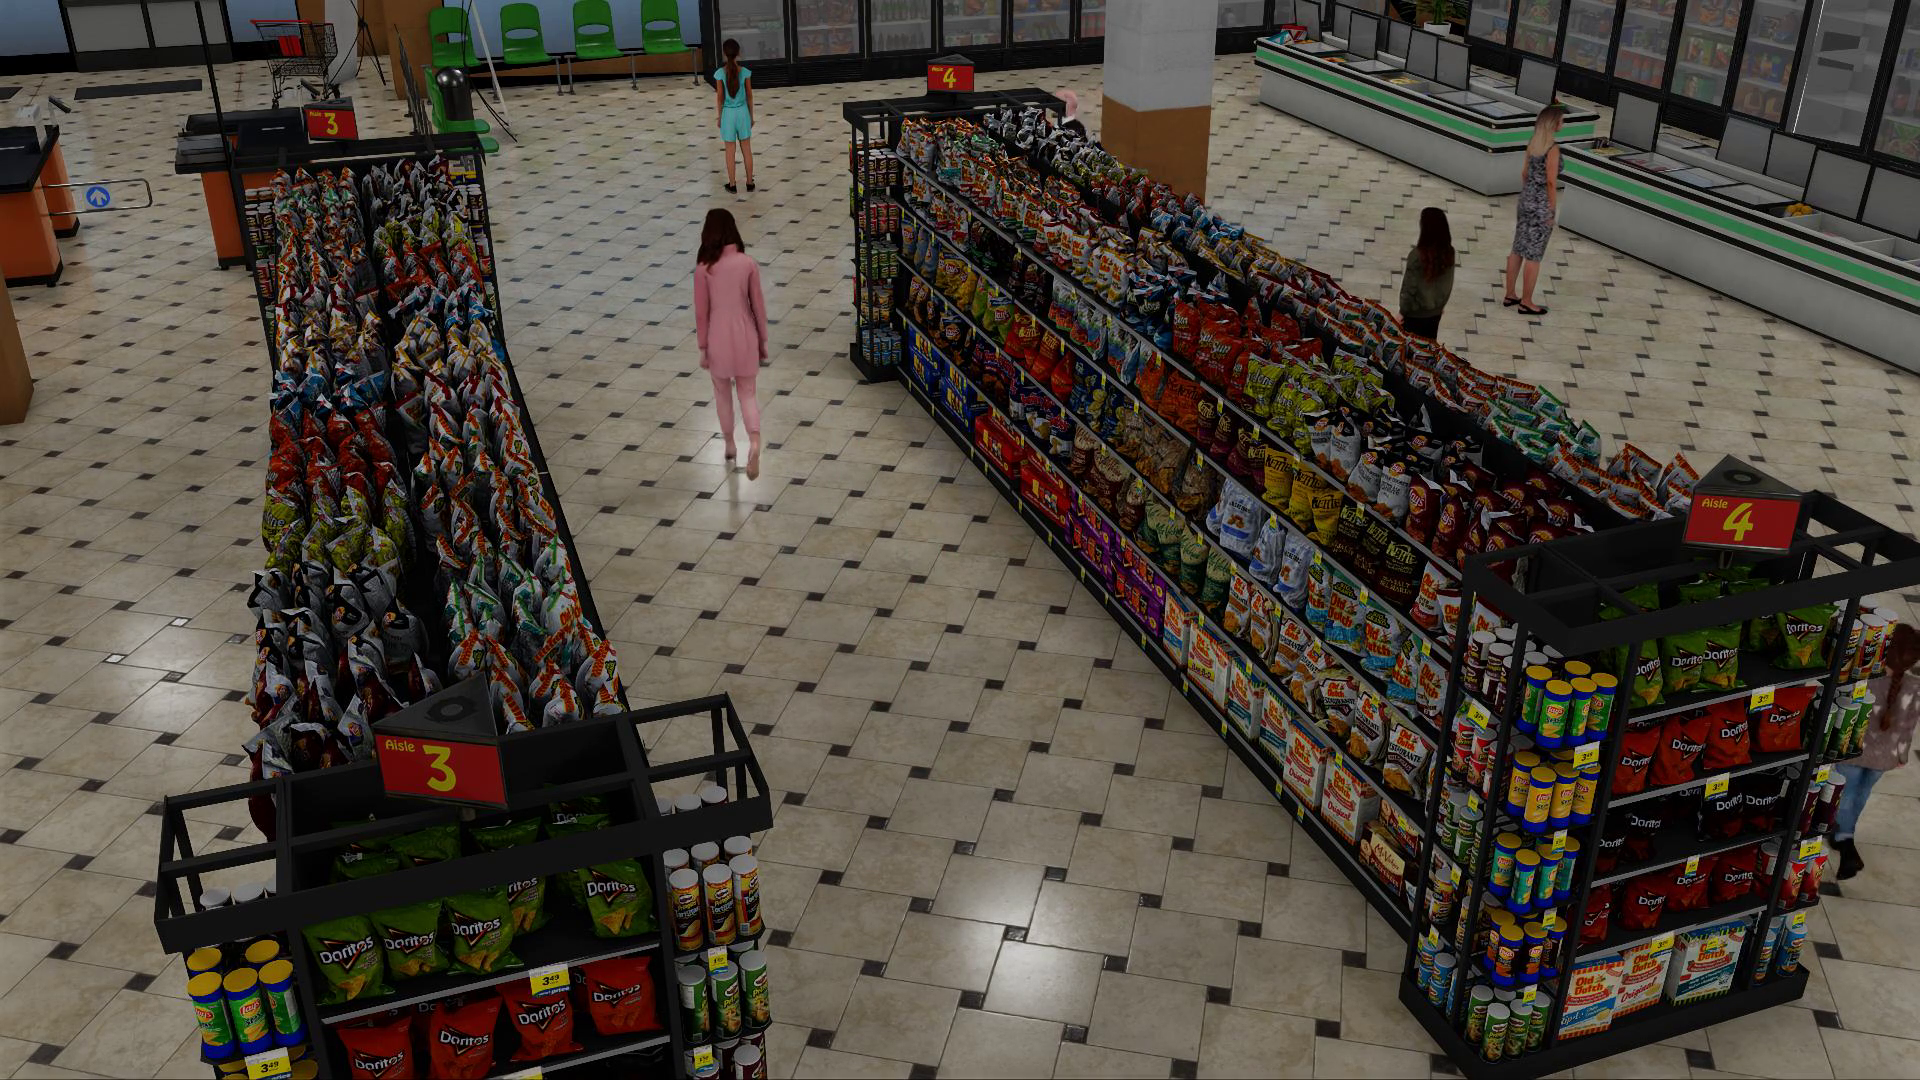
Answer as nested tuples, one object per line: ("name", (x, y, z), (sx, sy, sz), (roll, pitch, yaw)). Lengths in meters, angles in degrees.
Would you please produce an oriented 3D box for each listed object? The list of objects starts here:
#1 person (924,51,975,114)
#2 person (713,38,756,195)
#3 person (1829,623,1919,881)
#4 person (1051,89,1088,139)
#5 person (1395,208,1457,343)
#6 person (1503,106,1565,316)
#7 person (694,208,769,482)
("person", (-0.082, -3.387, 14.836), (0.751, 1.896, 0.806), (11, 29, 21))
("person", (-2.323, -4.377, 17.162), (0.556, 1.558, 0.533), (-7, 28, -14))
("person", (3.906, 0.915, 7.140), (0.735, 1.183, 0.871), (6, 27, 11))
("person", (0.975, -2.818, 13.820), (1.065, 1.800, 1.131), (3, 27, 7))
("person", (3.307, -1.645, 11.865), (0.604, 1.476, 0.541), (-13, 30, -24))
("person", (4.747, -2.729, 13.750), (0.641, 1.705, 0.458), (-7, 28, -13))
("person", (-1.454, -1.209, 10.668), (0.637, 1.781, 1.041), (-8, 28, -16))
